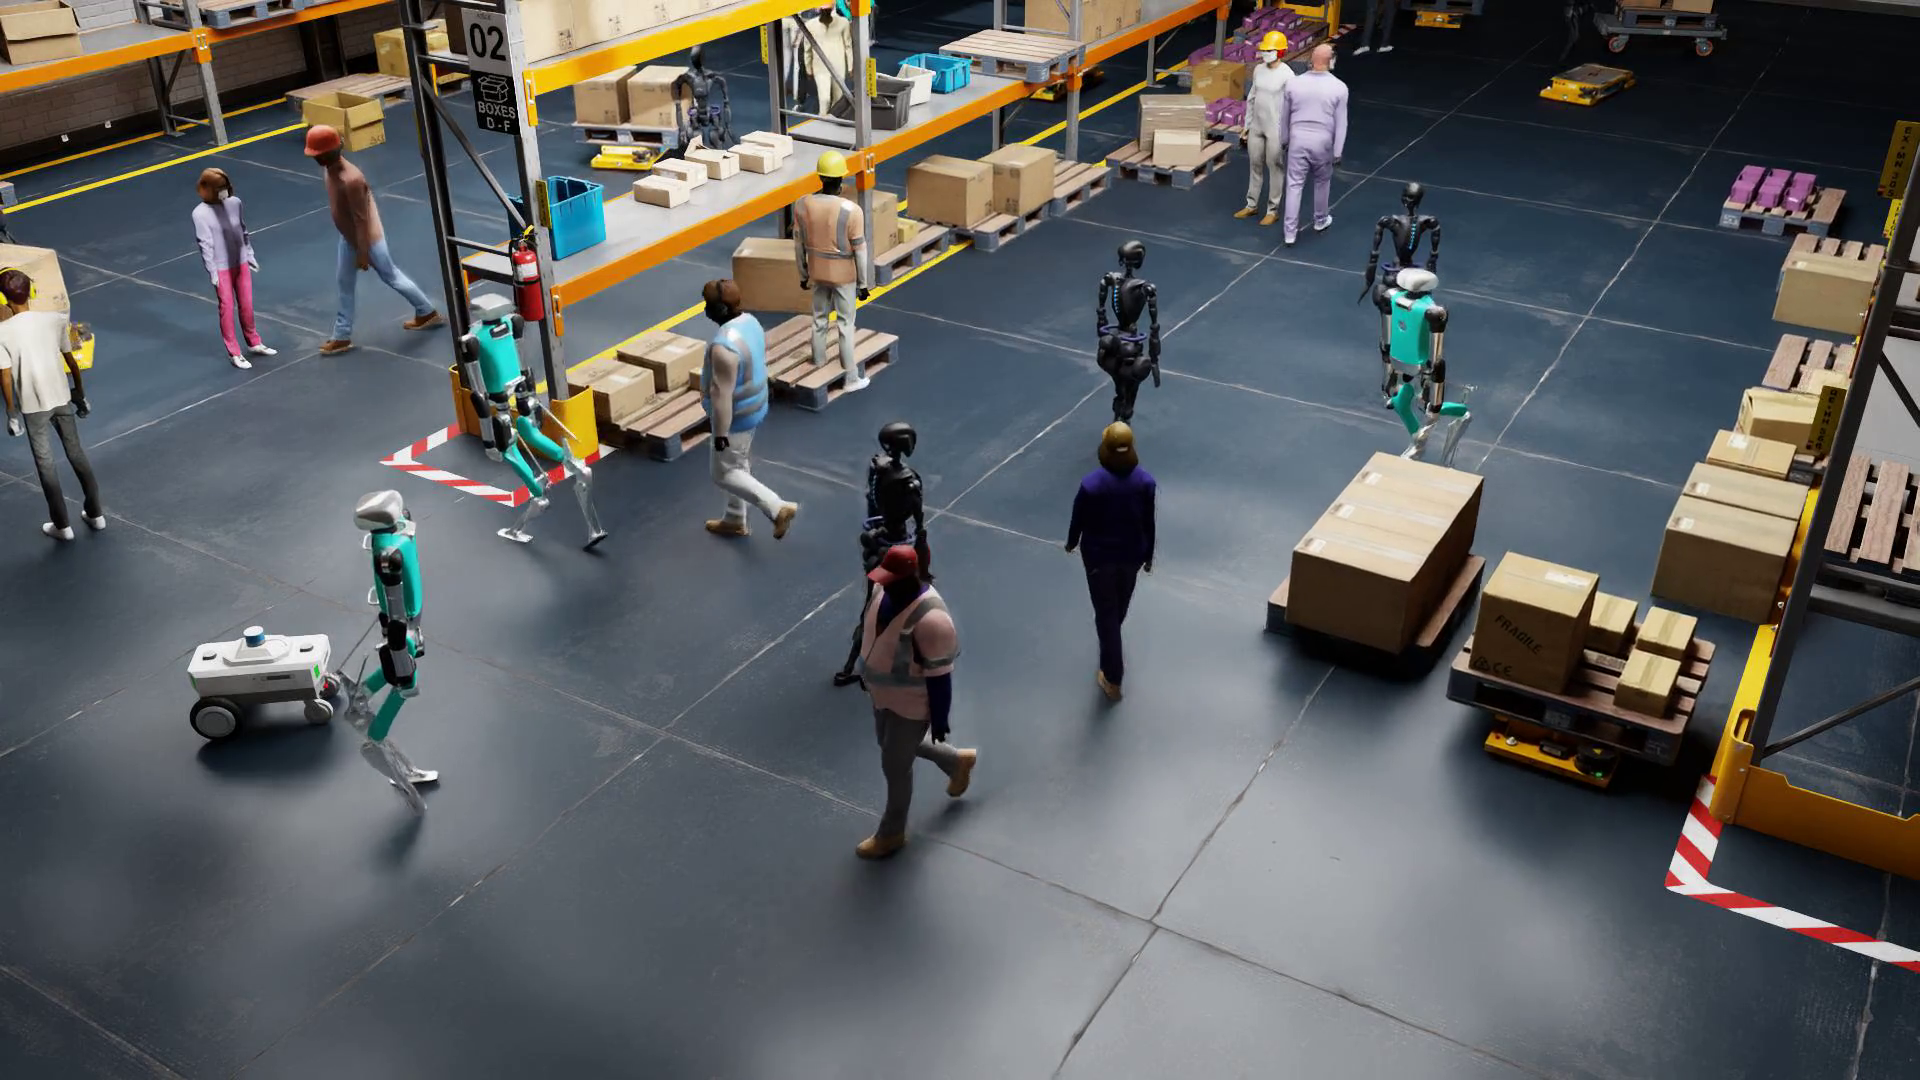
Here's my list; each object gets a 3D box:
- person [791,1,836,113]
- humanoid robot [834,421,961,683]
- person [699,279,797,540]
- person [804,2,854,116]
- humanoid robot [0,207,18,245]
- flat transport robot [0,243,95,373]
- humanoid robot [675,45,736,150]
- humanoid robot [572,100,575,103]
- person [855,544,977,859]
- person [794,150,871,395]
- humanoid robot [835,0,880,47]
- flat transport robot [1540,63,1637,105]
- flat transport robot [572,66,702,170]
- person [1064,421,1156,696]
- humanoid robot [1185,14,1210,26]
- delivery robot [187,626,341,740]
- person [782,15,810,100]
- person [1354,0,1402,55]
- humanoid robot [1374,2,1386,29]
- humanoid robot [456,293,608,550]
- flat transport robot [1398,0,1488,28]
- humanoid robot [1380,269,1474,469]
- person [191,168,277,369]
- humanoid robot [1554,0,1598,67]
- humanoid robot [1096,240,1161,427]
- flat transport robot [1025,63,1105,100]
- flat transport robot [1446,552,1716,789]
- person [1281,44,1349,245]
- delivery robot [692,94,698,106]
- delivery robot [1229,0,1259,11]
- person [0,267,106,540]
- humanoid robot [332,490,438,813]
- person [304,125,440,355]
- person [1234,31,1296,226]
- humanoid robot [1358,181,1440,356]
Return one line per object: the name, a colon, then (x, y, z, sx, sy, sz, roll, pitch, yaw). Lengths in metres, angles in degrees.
person: (-1.779, -5.980, 20.048, 0.720, 1.715, 0.851, 10, 31, 17)
humanoid robot: (-0.397, 0.069, 9.449, 0.789, 1.633, 0.603, -18, 34, -29)
person: (-1.394, -0.804, 10.795, 0.629, 1.820, 0.652, 5, 30, 9)
person: (-1.507, -5.441, 19.084, 0.560, 1.722, 0.787, -6, 30, -10)
humanoid robot: (-8.290, -2.538, 14.009, 0.326, 1.656, 0.613, 17, 34, 28)
flat transport robot: (-7.872, -1.484, 13.567, 1.431, 0.231, 0.659, -11, 31, -19)
humanoid robot: (-2.600, -4.206, 16.944, 0.614, 1.643, 0.353, -1, 29, -1)
humanoid robot: (-4.668, -6.186, 20.381, 0.704, 1.773, 0.547, -20, 35, -31)
person: (-0.222, 0.732, 8.160, 0.706, 1.727, 0.607, -16, 33, -26)
person: (-0.978, -2.068, 12.917, 0.594, 1.923, 0.374, 11, 31, 19)
humanoid robot: (-1.458, -7.481, 22.739, 1.064, 1.757, 0.564, -16, 33, -26)
flat transport robot: (8.044, -5.826, 21.247, 0.659, 0.231, 1.431, 24, 37, 36)
flat transport robot: (-3.637, -4.510, 18.919, 0.659, 0.231, 1.431, 5, 30, 8)
person: (0.846, 0.041, 9.527, 0.454, 1.583, 0.837, -8, 31, -15)
humanoid robot: (3.520, -8.419, 24.433, 0.861, 1.865, 0.568, -22, 36, -34)
delivery robot: (-3.917, 0.770, 9.309, 0.811, 0.613, 0.499, -4, 30, -8)
person: (-2.060, -6.440, 20.774, 0.640, 1.816, 0.437, 14, 32, 23)
person: (5.792, -7.569, 22.758, 0.568, 1.820, 0.648, 12, 31, 20)
humanoid robot: (6.224, -8.295, 24.149, 0.562, 1.784, 0.893, -14, 32, -22)
humanoid robot: (-2.656, -0.673, 10.676, 0.993, 1.768, 0.531, 14, 32, 23)
flat transport robot: (7.244, -7.916, 24.945, 0.659, 0.231, 1.431, 10, 31, 17)
humanoid robot: (3.206, -1.046, 11.332, 1.059, 1.734, 0.541, -17, 34, -28)
person: (-5.901, -2.210, 13.464, 0.292, 1.632, 0.497, 11, 31, 19)
humanoid robot: (8.241, -7.124, 22.113, 0.591, 1.650, 0.351, -24, 37, -35)
humanoid robot: (1.199, -1.358, 11.916, 0.591, 1.643, 0.469, 25, 38, 37)
flat transport robot: (1.261, -5.957, 21.480, 0.659, 0.231, 1.431, 17, 33, 27)
flat transport robot: (3.497, 0.869, 9.403, 0.659, 0.231, 1.431, 17, 34, 27)
person: (3.425, -3.845, 16.116, 0.681, 1.857, 0.927, 14, 32, 23)
delivery robot: (-3.515, -5.446, 20.276, 0.499, 0.586, 0.760, 4, 30, 8)
delivery robot: (4.364, -8.375, 25.458, 0.787, 0.587, 0.499, 12, 32, 21)
person: (-5.997, -0.885, 10.900, 0.346, 1.855, 0.528, 20, 35, 32)
humanoid robot: (-2.977, 0.603, 8.416, 0.662, 1.834, 0.542, -6, 30, -10)
person: (-4.923, -2.531, 13.757, 0.623, 1.918, 1.084, 26, 39, 38)
person: (3.057, -4.093, 16.532, 0.356, 1.895, 0.575, -25, 38, -36)
humanoid robot: (3.473, -2.031, 13.165, 0.600, 1.625, 0.784, -3, 30, -5)
